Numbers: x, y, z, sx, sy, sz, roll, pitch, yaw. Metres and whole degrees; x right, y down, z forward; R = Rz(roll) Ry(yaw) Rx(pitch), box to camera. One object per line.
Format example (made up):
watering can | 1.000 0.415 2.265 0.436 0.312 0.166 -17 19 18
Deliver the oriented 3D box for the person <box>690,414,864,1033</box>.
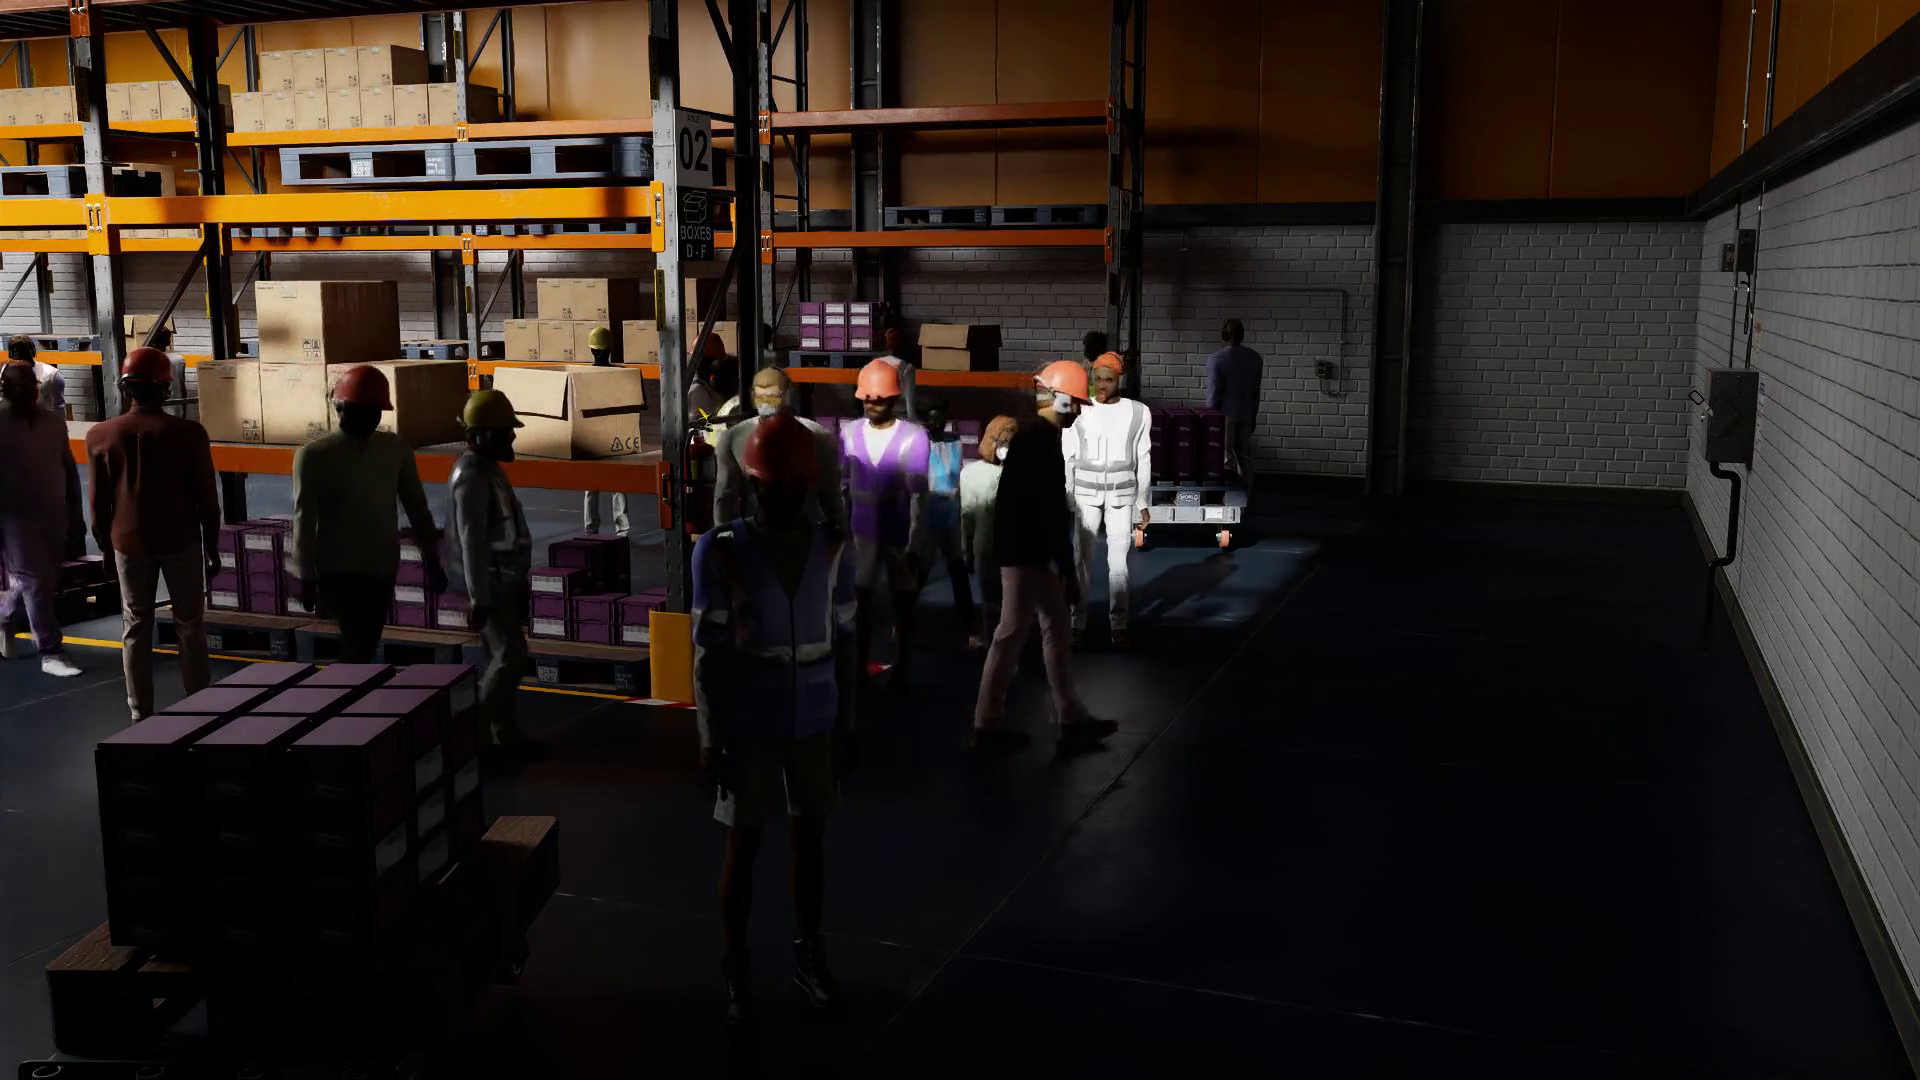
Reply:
person | -0.557 0.569 5.224 0.554 1.932 0.374 -4 10 -25

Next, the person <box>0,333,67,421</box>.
person | -8.274 -0.906 14.771 0.621 1.845 0.429 -3 10 -20

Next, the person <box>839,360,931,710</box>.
person | -0.441 -0.013 8.984 0.558 1.894 0.852 3 9 17

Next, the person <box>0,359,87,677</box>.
person | -5.579 -0.144 9.908 0.876 1.880 0.650 4 10 21

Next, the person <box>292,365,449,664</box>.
person | -2.848 0.128 8.008 0.999 1.933 0.608 7 11 36

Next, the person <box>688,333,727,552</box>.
person | -1.908 -0.597 12.569 0.380 1.929 0.543 -1 9 -8

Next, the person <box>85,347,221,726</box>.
person | -4.097 0.015 8.509 0.612 1.995 0.382 -2 9 -12

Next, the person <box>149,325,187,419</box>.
person | -7.999 -1.232 16.758 0.329 1.862 0.518 4 10 21

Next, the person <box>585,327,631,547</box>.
person | -3.063 -0.873 14.341 0.582 1.919 0.396 -4 10 -22

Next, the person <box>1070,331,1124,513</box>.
person | 1.426 -1.189 16.616 0.759 1.815 0.632 -5 10 -30

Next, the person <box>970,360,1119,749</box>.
person | 0.452 0.093 8.186 0.881 1.933 0.625 -1 9 -4

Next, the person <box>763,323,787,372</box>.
person | -2.070 -1.366 17.592 0.502 1.864 0.323 -4 10 -24

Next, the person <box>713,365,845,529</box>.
person | -0.941 0.063 8.515 0.637 1.887 1.001 1 9 7

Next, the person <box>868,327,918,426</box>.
person | -0.670 -1.066 15.682 0.593 1.871 0.544 7 12 39

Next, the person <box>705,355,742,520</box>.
person | -1.512 -0.417 11.834 0.899 1.809 0.635 -2 9 -11

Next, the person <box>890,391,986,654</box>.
person | -0.151 -0.106 10.338 0.712 1.645 0.597 9 13 44

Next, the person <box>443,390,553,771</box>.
person | -2.220 0.192 7.938 0.446 1.823 0.626 -2 9 -13

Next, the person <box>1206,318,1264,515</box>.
person | 2.651 -1.190 16.248 0.632 1.940 0.372 -5 10 -27

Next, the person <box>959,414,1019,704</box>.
person | 0.250 0.062 9.469 0.507 1.593 0.842 0 9 -1

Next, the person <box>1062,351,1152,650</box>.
person | 0.914 -0.243 10.472 0.574 1.886 0.361 0 9 3
